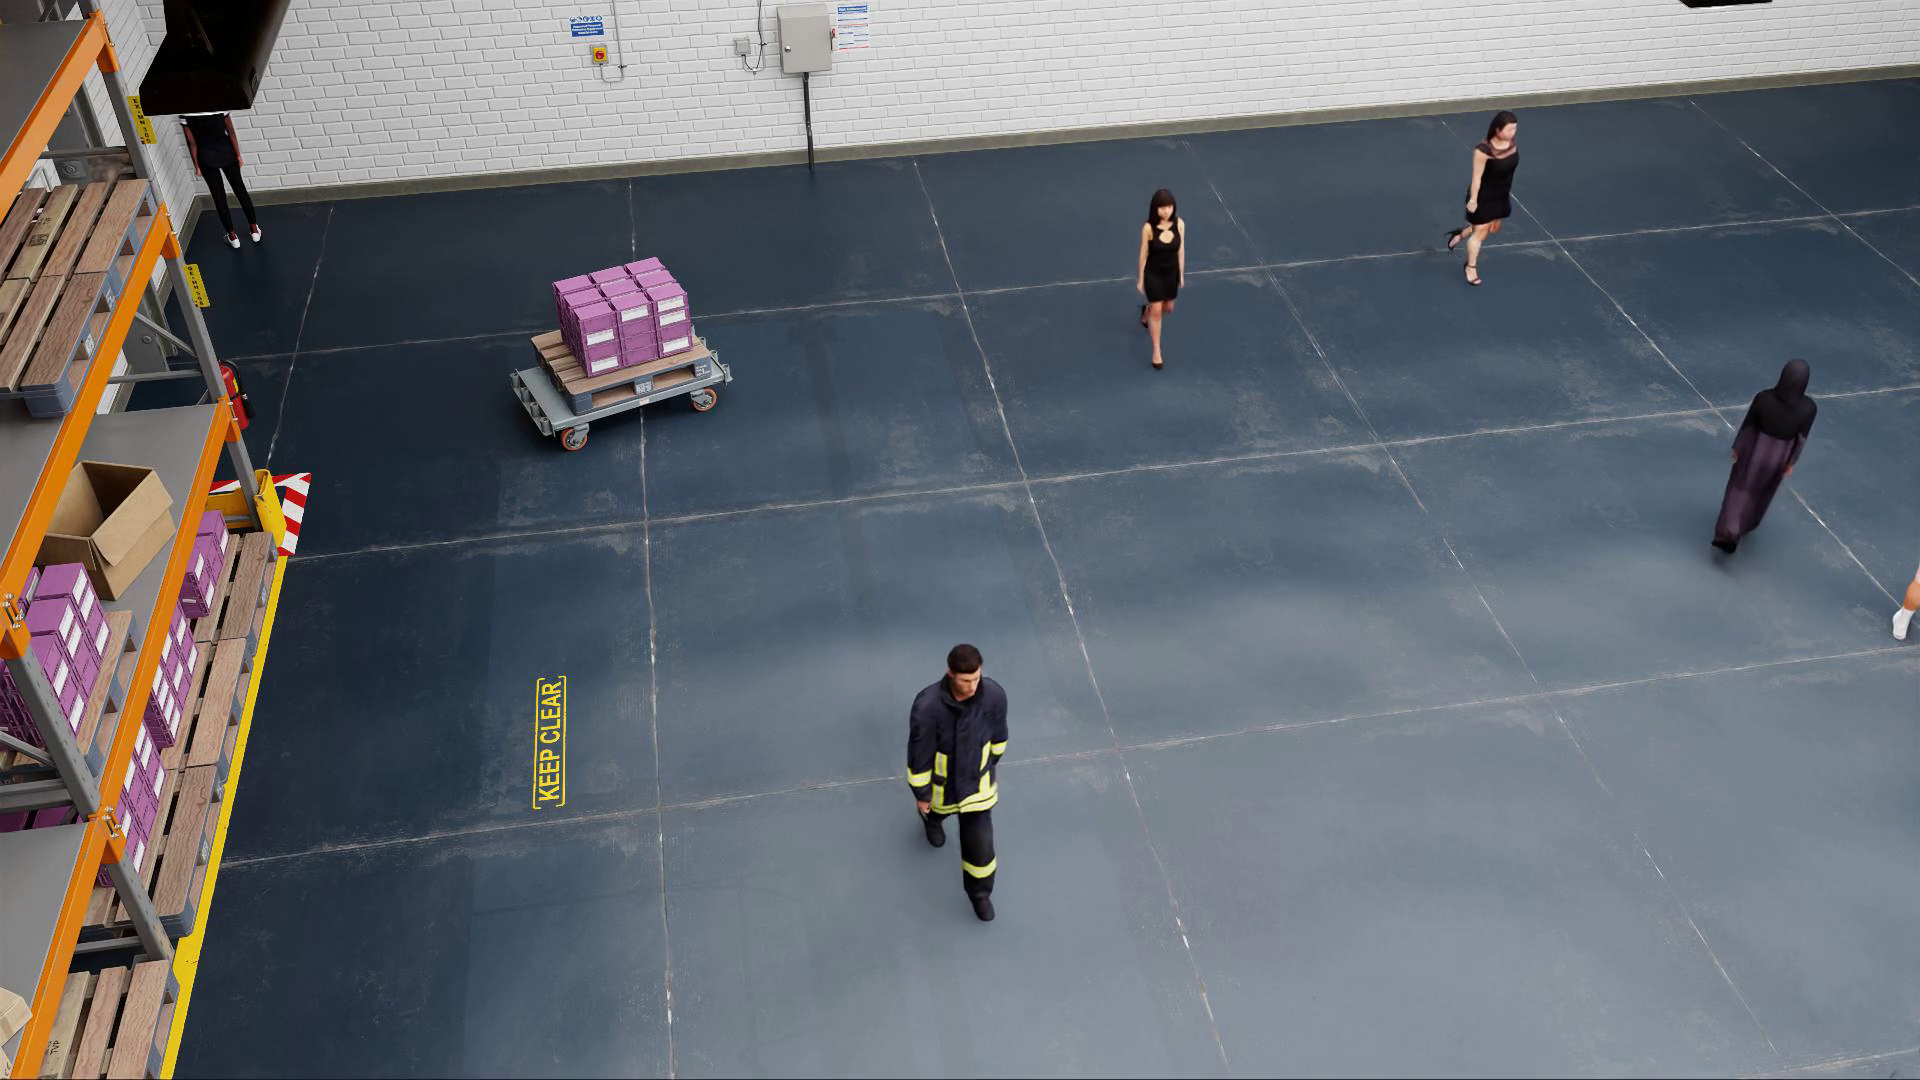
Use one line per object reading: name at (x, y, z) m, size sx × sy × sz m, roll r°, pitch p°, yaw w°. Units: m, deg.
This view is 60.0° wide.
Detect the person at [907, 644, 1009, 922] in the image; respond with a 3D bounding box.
person at (-0.063, 1.257, 9.603) m, size 0.820 × 1.888 × 1.196 m, roll -9°, pitch 39°, yaw -11°

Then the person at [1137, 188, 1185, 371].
person at (1.692, -2.282, 14.240) m, size 0.615 × 1.631 × 0.875 m, roll -9°, pitch 40°, yaw -12°

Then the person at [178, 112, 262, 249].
person at (-7.072, -3.629, 15.836) m, size 0.690 × 1.744 × 0.694 m, roll -23°, pitch 44°, yaw -26°

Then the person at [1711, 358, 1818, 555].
person at (5.884, -0.603, 12.162) m, size 0.956 × 1.600 × 1.093 m, roll 16°, pitch 41°, yaw 19°

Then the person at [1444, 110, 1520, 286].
person at (4.787, -3.186, 15.312) m, size 0.867 × 1.705 × 0.957 m, roll -27°, pitch 46°, yaw -29°
